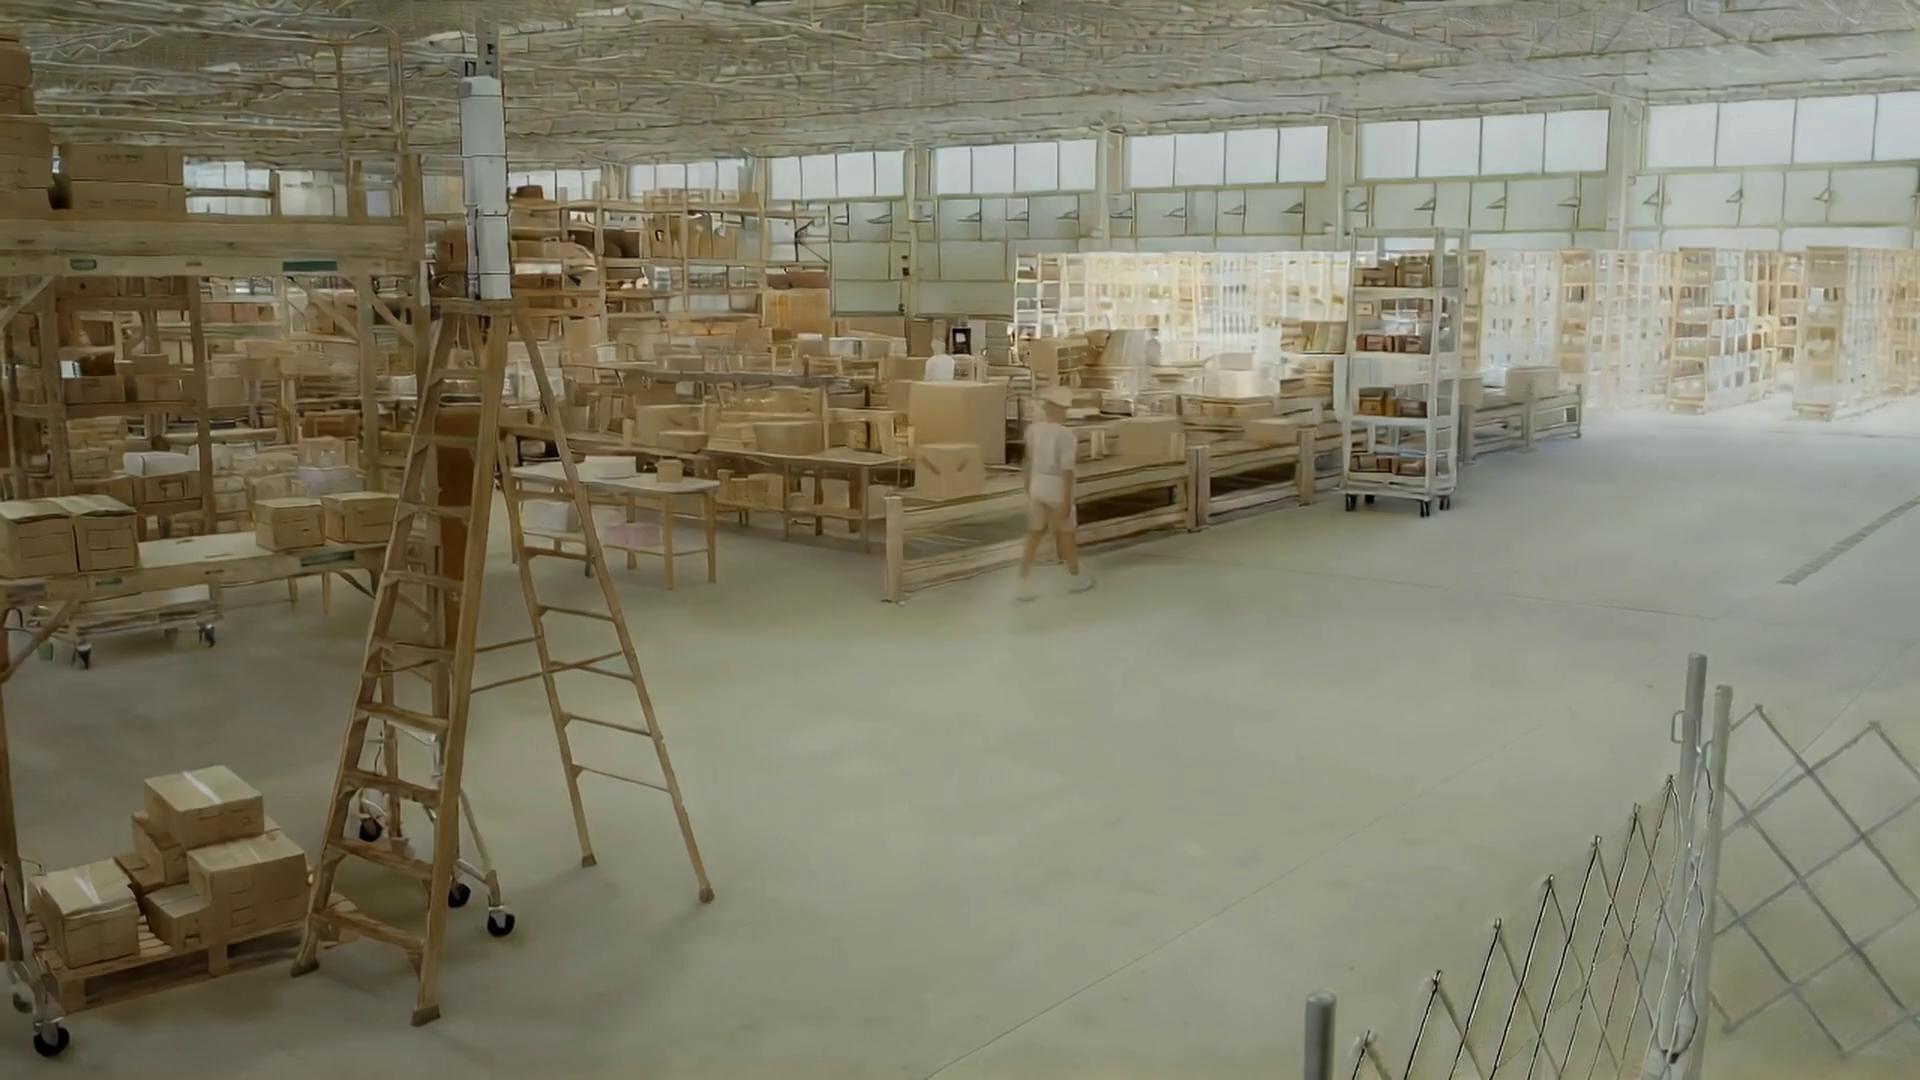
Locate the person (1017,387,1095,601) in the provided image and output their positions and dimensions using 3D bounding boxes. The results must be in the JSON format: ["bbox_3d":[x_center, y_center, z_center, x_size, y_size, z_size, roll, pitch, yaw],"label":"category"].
[{"bbox_3d":[0.873,-0.432,15.521,0.625,1.989,1.071,8,12,41],"label":"person"}]

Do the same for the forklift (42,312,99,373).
[{"bbox_3d":[-23.779,-5.451,44.052,1.873,2.768,1.129,7,11,36],"label":"forklift"}]

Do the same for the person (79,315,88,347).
[{"bbox_3d":[-28.806,-6.527,54.494,0.545,1.682,0.371,6,11,33],"label":"person"}]

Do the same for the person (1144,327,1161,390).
[{"bbox_3d":[4.613,-4.197,39.706,0.369,1.750,0.552,8,12,41],"label":"person"}]

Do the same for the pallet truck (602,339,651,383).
[{"bbox_3d":[-8.991,-4.871,45.351,0.653,1.274,1.630,7,11,37],"label":"pallet truck"}]

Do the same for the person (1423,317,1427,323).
[{"bbox_3d":[13.152,-5.395,46.958,0.591,1.834,0.404,1,9,7],"label":"person"}]

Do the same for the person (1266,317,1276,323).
[{"bbox_3d":[9.213,-5.787,48.905,0.612,1.995,0.377,-5,10,-26],"label":"person"}]

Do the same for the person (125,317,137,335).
[{"bbox_3d":[-24.800,-5.851,50.038,0.548,1.747,0.590,6,11,34],"label":"person"}]

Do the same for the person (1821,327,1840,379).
[{"bbox_3d":[21.147,-4.293,40.160,0.924,1.803,0.565,7,11,37],"label":"person"}]

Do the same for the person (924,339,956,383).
[{"bbox_3d":[-0.382,-2.507,28.724,0.640,1.904,0.409,-7,12,-38],"label":"person"}]

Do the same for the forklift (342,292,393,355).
[{"bbox_3d":[-16.485,-5.622,45.120,1.129,2.768,1.873,7,11,37],"label":"forklift"}]

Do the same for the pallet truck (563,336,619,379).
[{"bbox_3d":[-10.690,-5.294,48.215,1.601,1.201,0.680,-5,10,-26],"label":"pallet truck"}]
